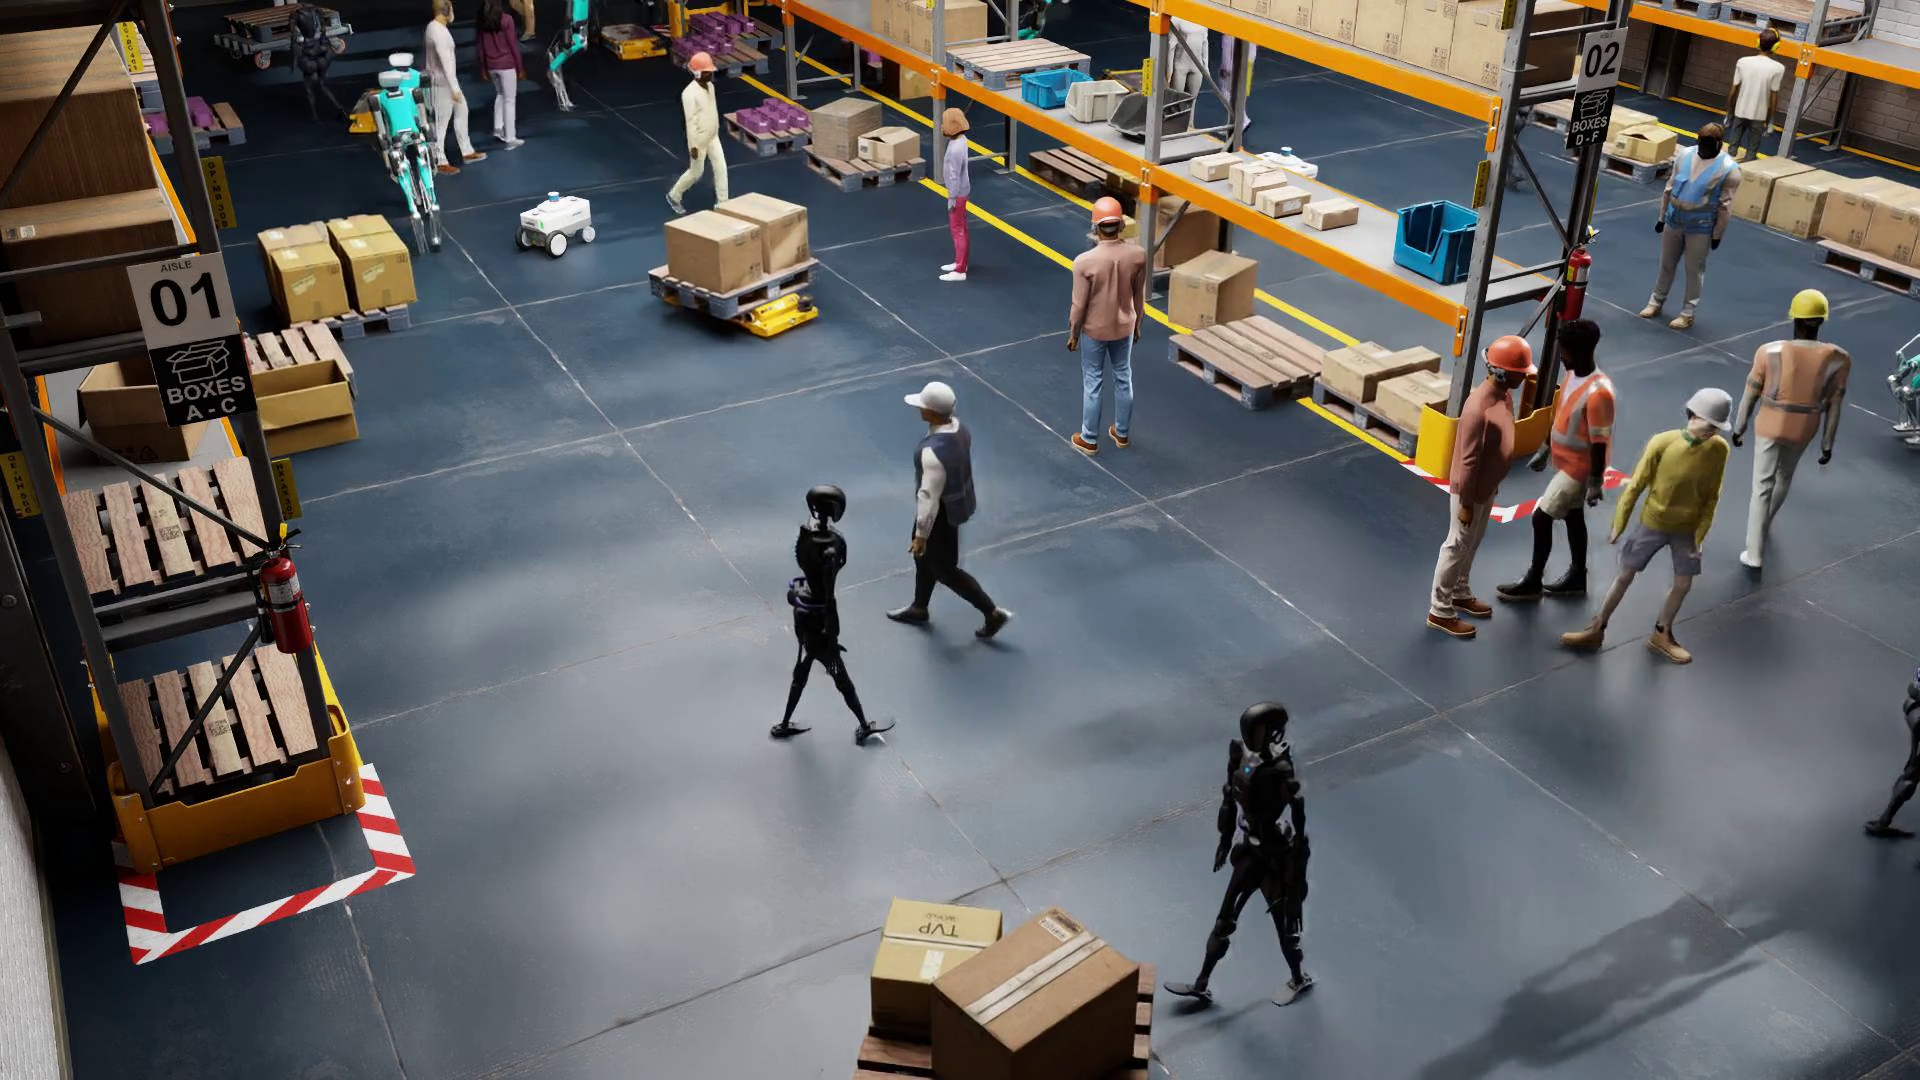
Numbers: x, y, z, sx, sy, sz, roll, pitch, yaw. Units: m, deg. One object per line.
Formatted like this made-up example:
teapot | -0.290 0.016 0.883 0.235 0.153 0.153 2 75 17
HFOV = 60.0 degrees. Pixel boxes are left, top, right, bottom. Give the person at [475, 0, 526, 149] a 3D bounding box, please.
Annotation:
person | -5.333 -5.527 19.366 0.492 1.936 0.468 11 32 18

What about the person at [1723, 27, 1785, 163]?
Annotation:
person | 8.350 -4.455 17.563 0.527 1.864 0.311 25 38 37

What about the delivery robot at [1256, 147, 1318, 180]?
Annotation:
delivery robot | 3.476 -3.949 17.991 0.525 0.588 0.759 -23 37 -34

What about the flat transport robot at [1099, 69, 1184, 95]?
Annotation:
flat transport robot | 2.380 -5.866 21.622 0.659 0.231 1.431 -9 31 -15

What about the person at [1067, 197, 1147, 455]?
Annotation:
person | 1.089 -1.591 12.458 0.609 1.985 0.388 -11 32 -18

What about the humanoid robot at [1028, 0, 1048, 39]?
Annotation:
humanoid robot | 1.134 -7.767 23.517 0.405 1.653 0.601 11 32 18

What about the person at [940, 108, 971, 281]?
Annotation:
person | -0.046 -3.275 15.746 0.291 1.626 0.504 2 30 4

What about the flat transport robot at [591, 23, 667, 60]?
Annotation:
flat transport robot | -4.774 -7.167 23.886 0.659 0.231 1.431 -15 33 -25

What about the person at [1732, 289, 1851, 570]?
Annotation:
person | 5.520 -0.755 11.124 0.603 1.864 0.989 7 31 13

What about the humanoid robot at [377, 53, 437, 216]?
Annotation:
humanoid robot | -5.699 -4.226 17.298 0.551 1.740 0.999 -9 31 -15

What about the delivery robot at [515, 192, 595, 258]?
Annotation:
delivery robot | -4.047 -3.180 16.653 0.499 0.589 0.782 19 35 29

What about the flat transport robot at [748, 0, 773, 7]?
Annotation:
flat transport robot | -2.827 -8.745 26.633 1.431 0.231 0.659 -10 31 -17

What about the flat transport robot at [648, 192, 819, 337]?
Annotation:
flat transport robot | -2.045 -2.206 15.250 1.431 0.231 0.659 22 37 34

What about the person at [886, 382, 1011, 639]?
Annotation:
person | -0.066 -0.171 10.235 0.786 1.733 0.753 7 31 12

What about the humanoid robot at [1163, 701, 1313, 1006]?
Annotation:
humanoid robot | 1.340 1.464 7.480 0.749 1.621 0.630 -14 33 -23

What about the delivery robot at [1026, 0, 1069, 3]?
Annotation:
delivery robot | 1.350 -8.829 26.507 0.805 0.609 0.499 -8 31 -14

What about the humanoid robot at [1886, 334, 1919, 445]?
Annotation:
humanoid robot | 7.384 -1.531 12.506 0.745 1.692 0.530 -3 30 -5

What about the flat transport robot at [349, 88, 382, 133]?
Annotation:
flat transport robot | -7.166 -5.362 20.744 0.659 0.231 1.431 -4 30 -7

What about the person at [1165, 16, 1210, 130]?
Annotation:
person | 2.648 -5.529 19.405 0.565 1.897 0.359 -12 32 -20

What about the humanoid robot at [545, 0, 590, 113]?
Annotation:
humanoid robot | -4.977 -6.296 20.897 0.794 1.750 0.575 9 31 16

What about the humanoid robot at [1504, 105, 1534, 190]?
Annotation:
humanoid robot | 6.063 -4.640 18.073 0.364 1.642 0.616 14 33 23

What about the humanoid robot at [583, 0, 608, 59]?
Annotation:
humanoid robot | -5.239 -7.573 23.185 0.591 1.653 0.343 -21 36 -32

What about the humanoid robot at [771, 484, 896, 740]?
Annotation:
humanoid robot | -0.747 0.409 9.310 0.697 1.634 0.606 -8 31 -14

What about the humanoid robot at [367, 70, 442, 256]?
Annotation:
humanoid robot | -5.347 -3.583 16.267 0.565 1.875 0.762 -13 32 -21

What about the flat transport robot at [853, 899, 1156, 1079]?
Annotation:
flat transport robot | 0.218 2.349 7.321 0.659 0.231 1.431 5 30 8

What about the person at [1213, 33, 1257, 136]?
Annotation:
person | 3.296 -5.662 19.636 0.651 1.889 0.537 -26 39 -37

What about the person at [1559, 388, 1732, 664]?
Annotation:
person | 4.134 -0.104 10.012 0.760 1.855 0.411 4 30 7

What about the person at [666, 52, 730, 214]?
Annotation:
person | -2.701 -4.194 17.249 0.806 1.718 0.564 12 32 20

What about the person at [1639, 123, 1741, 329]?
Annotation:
person | 6.451 -2.777 14.680 0.429 1.836 0.632 -19 35 -29

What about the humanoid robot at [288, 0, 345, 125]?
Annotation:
humanoid robot | -7.883 -5.900 20.274 0.492 1.650 0.595 16 33 25

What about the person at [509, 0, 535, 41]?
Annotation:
person | -6.376 -8.165 24.140 0.592 1.736 0.410 19 35 29

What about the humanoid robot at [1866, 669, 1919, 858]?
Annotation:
humanoid robot | 5.080 0.880 8.469 0.445 1.651 0.612 -1 30 -1

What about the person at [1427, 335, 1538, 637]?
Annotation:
person | 3.222 -0.338 10.280 0.402 1.986 0.610 18 34 28

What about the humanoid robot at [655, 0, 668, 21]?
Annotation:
humanoid robot | -4.445 -8.688 25.051 0.712 1.778 0.536 -19 35 -29

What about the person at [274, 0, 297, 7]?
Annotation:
person | -10.026 -8.479 24.588 0.429 1.846 0.630 12 32 20

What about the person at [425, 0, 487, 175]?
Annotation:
person | -5.684 -5.046 18.556 0.711 1.903 0.853 -9 31 -15

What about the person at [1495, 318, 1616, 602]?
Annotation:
person | 3.814 -0.493 10.597 0.753 1.929 0.627 3 30 6

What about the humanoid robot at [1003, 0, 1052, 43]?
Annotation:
humanoid robot | 0.868 -6.806 21.795 0.841 1.756 0.543 3 30 6

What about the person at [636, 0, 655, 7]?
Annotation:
person | -5.008 -9.287 26.006 0.550 1.826 0.438 1 30 1
